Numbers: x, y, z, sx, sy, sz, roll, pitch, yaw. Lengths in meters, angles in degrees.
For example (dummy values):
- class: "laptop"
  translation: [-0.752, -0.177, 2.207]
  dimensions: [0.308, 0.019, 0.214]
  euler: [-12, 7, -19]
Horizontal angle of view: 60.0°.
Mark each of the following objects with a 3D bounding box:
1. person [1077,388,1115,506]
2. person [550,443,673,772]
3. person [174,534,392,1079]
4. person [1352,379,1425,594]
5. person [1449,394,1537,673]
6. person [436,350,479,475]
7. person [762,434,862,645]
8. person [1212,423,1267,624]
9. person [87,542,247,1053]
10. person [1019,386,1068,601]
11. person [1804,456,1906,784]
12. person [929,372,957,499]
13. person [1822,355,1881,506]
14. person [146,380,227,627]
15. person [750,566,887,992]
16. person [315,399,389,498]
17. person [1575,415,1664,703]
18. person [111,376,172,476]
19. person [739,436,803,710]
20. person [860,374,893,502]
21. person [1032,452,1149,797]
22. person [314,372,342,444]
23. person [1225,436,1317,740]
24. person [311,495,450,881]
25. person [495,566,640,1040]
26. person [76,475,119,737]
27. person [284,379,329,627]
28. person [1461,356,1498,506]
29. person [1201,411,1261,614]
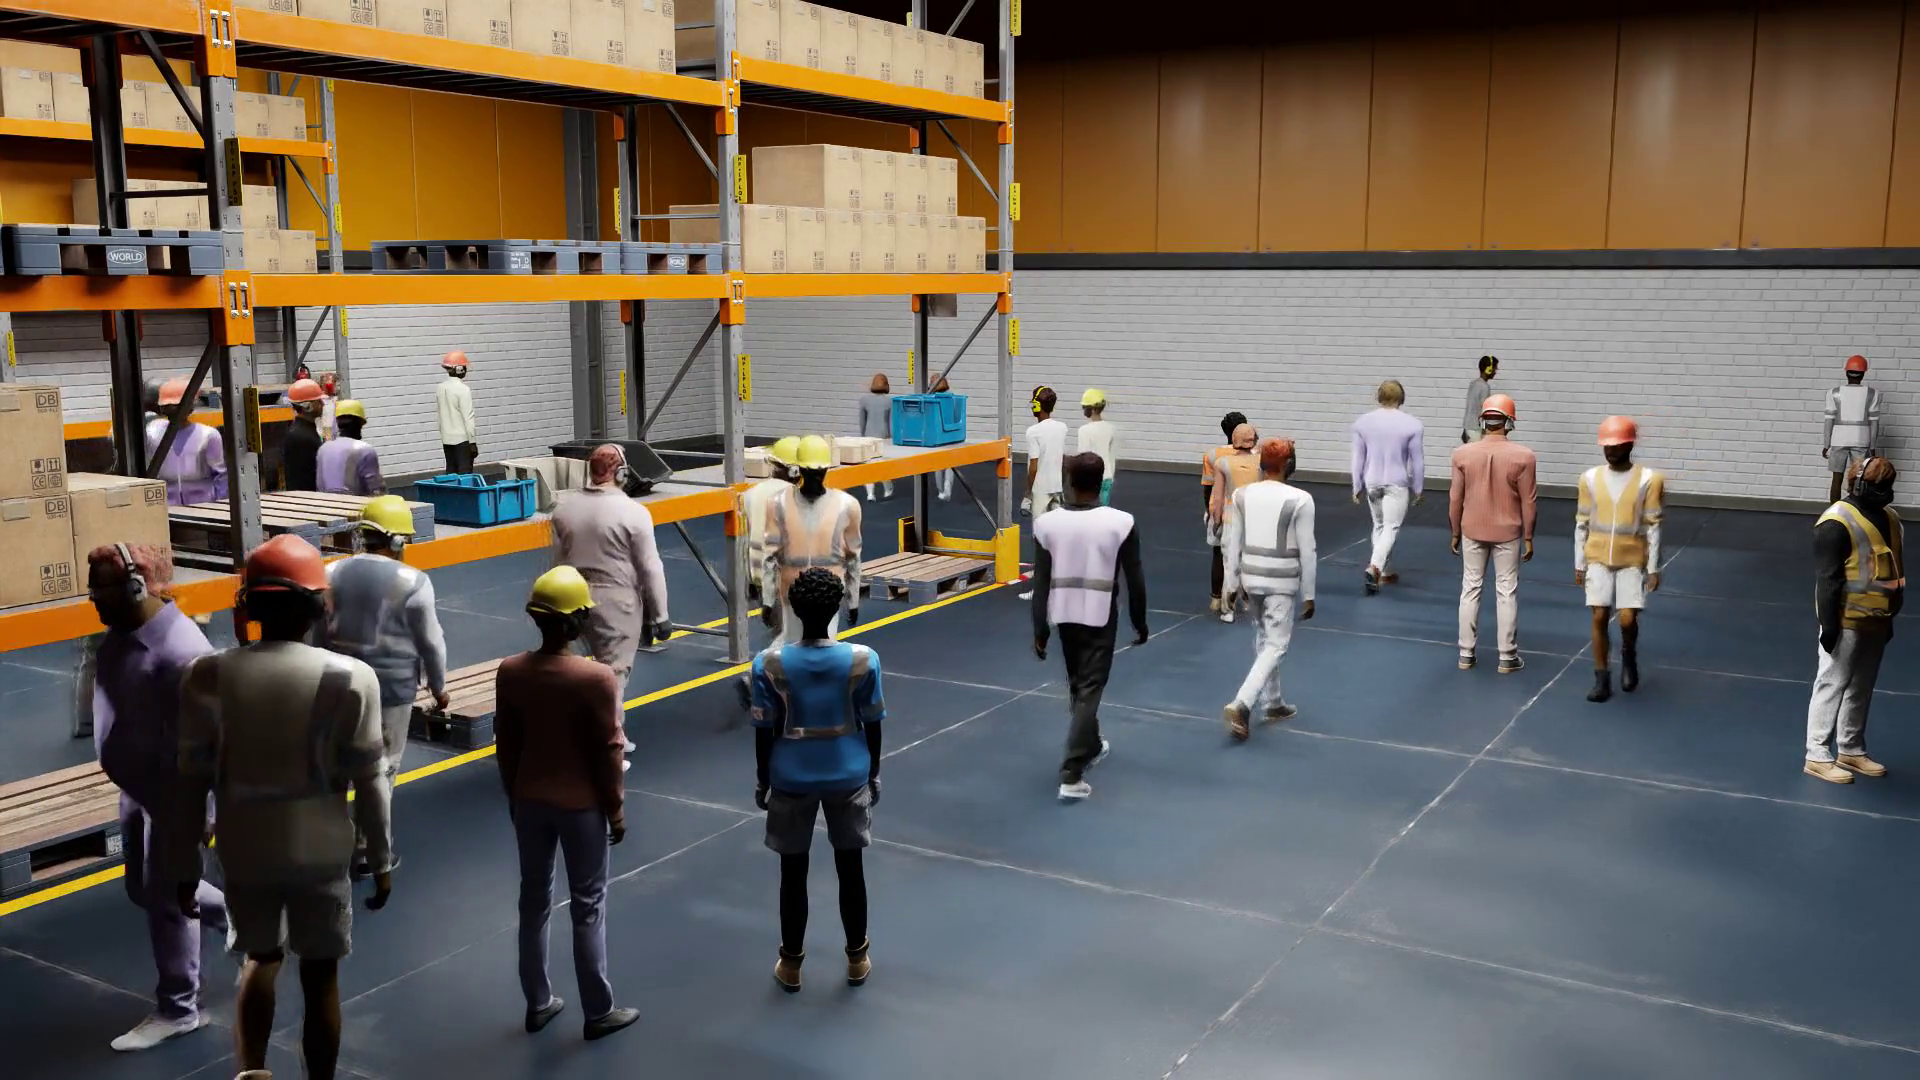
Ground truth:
- class: "person"
  translation: [1.342, -0.585, 15.964]
  dimensions: [0.605, 1.748, 0.537]
  euler: [8, 12, 42]
- class: "person"
  translation: [-1.930, 0.387, 9.473]
  dimensions: [0.670, 1.881, 0.710]
  euler: [5, 10, 28]
- class: "person"
  translation: [-2.146, 0.993, 5.295]
  dimensions: [0.673, 2.019, 0.524]
  euler: [-1, 9, -6]
- class: "person"
  translation: [3.796, -0.484, 14.873]
  dimensions: [0.642, 1.916, 0.908]
  euler: [6, 11, 34]
- class: "person"
  translation: [3.804, -0.045, 11.874]
  dimensions: [0.609, 1.986, 0.390]
  euler: [5, 11, 30]
- class: "person"
  translation: [-5.566, -1.111, 18.493]
  dimensions: [0.611, 1.997, 0.375]
  euler: [7, 12, 39]
- class: "person"
  translation: [-0.880, 0.297, 10.004]
  dimensions: [0.601, 1.902, 0.766]
  euler: [0, 9, 1]
- class: "person"
  translation: [2.298, -0.128, 13.469]
  dimensions: [0.513, 1.639, 0.313]
  euler: [2, 9, 10]
- class: "person"
  translation: [-2.914, 0.913, 6.224]
  dimensions: [0.658, 1.881, 0.627]
  euler: [8, 12, 40]
- class: "person"
  translation: [0.720, -0.401, 14.455]
  dimensions: [0.329, 1.873, 0.515]
  euler: [8, 12, 42]
- class: "person"
  translation: [5.028, 0.444, 9.318]
  dimensions: [0.619, 1.836, 0.430]
  euler: [-6, 11, -31]
- class: "person"
  translation: [-0.220, -1.286, 20.761]
  dimensions: [0.513, 1.609, 0.618]
  euler: [0, 9, 0]
- class: "person"
  translation: [9.903, -1.084, 18.507]
  dimensions: [0.545, 1.939, 0.374]
  euler: [5, 10, 28]
- class: "person"
  translation: [-6.090, -0.240, 13.032]
  dimensions: [0.635, 2.000, 0.983]
  euler: [-2, 9, -12]
- class: "person"
  translation: [-0.558, 0.947, 6.583]
  dimensions: [0.540, 1.696, 0.316]
  euler: [-2, 9, -10]
- class: "person"
  translation: [-4.716, -0.154, 12.965]
  dimensions: [0.685, 1.854, 0.995]
  euler: [6, 11, 32]
- class: "person"
  translation: [4.351, 0.125, 11.021]
  dimensions: [0.563, 1.916, 0.456]
  euler: [6, 11, 35]
- class: "person"
  translation: [-6.643, -0.369, 13.725]
  dimensions: [0.699, 2.000, 0.549]
  euler: [3, 10, 19]
- class: "person"
  translation: [-1.205, 0.236, 10.695]
  dimensions: [0.622, 1.801, 0.663]
  euler: [8, 12, 41]
- class: "person"
  translation: [-1.020, -1.283, 20.826]
  dimensions: [0.501, 1.590, 0.862]
  euler: [1, 9, 6]
- class: "person"
  translation: [0.702, 0.447, 9.220]
  dimensions: [0.596, 1.863, 1.015]
  euler: [4, 10, 25]
- class: "person"
  translation: [-7.040, -0.937, 18.088]
  dimensions: [0.955, 1.787, 0.566]
  euler: [-5, 10, -28]
- class: "person"
  translation: [1.879, 0.289, 10.241]
  dimensions: [0.586, 1.856, 0.872]
  euler: [9, 12, 43]
- class: "person"
  translation: [-2.724, 0.686, 7.881]
  dimensions: [0.605, 1.802, 0.591]
  euler: [3, 10, 18]
- class: "person"
  translation: [-1.473, 0.973, 6.200]
  dimensions: [0.526, 1.768, 0.330]
  euler: [3, 10, 21]
- class: "person"
  translation: [-5.142, 0.397, 10.313]
  dimensions: [0.517, 1.604, 0.801]
  euler: [8, 12, 41]
- class: "person"
  translation: [-5.243, -0.301, 13.436]
  dimensions: [0.375, 1.997, 0.612]
  euler: [-2, 9, -15]
- class: "person"
  translation: [6.333, -1.330, 20.347]
  dimensions: [0.428, 1.847, 0.570]
  euler: [0, 9, -1]
- class: "person"
  translation: [2.282, -0.225, 13.891]
  dimensions: [0.532, 1.698, 0.319]
  euler: [2, 9, 15]
